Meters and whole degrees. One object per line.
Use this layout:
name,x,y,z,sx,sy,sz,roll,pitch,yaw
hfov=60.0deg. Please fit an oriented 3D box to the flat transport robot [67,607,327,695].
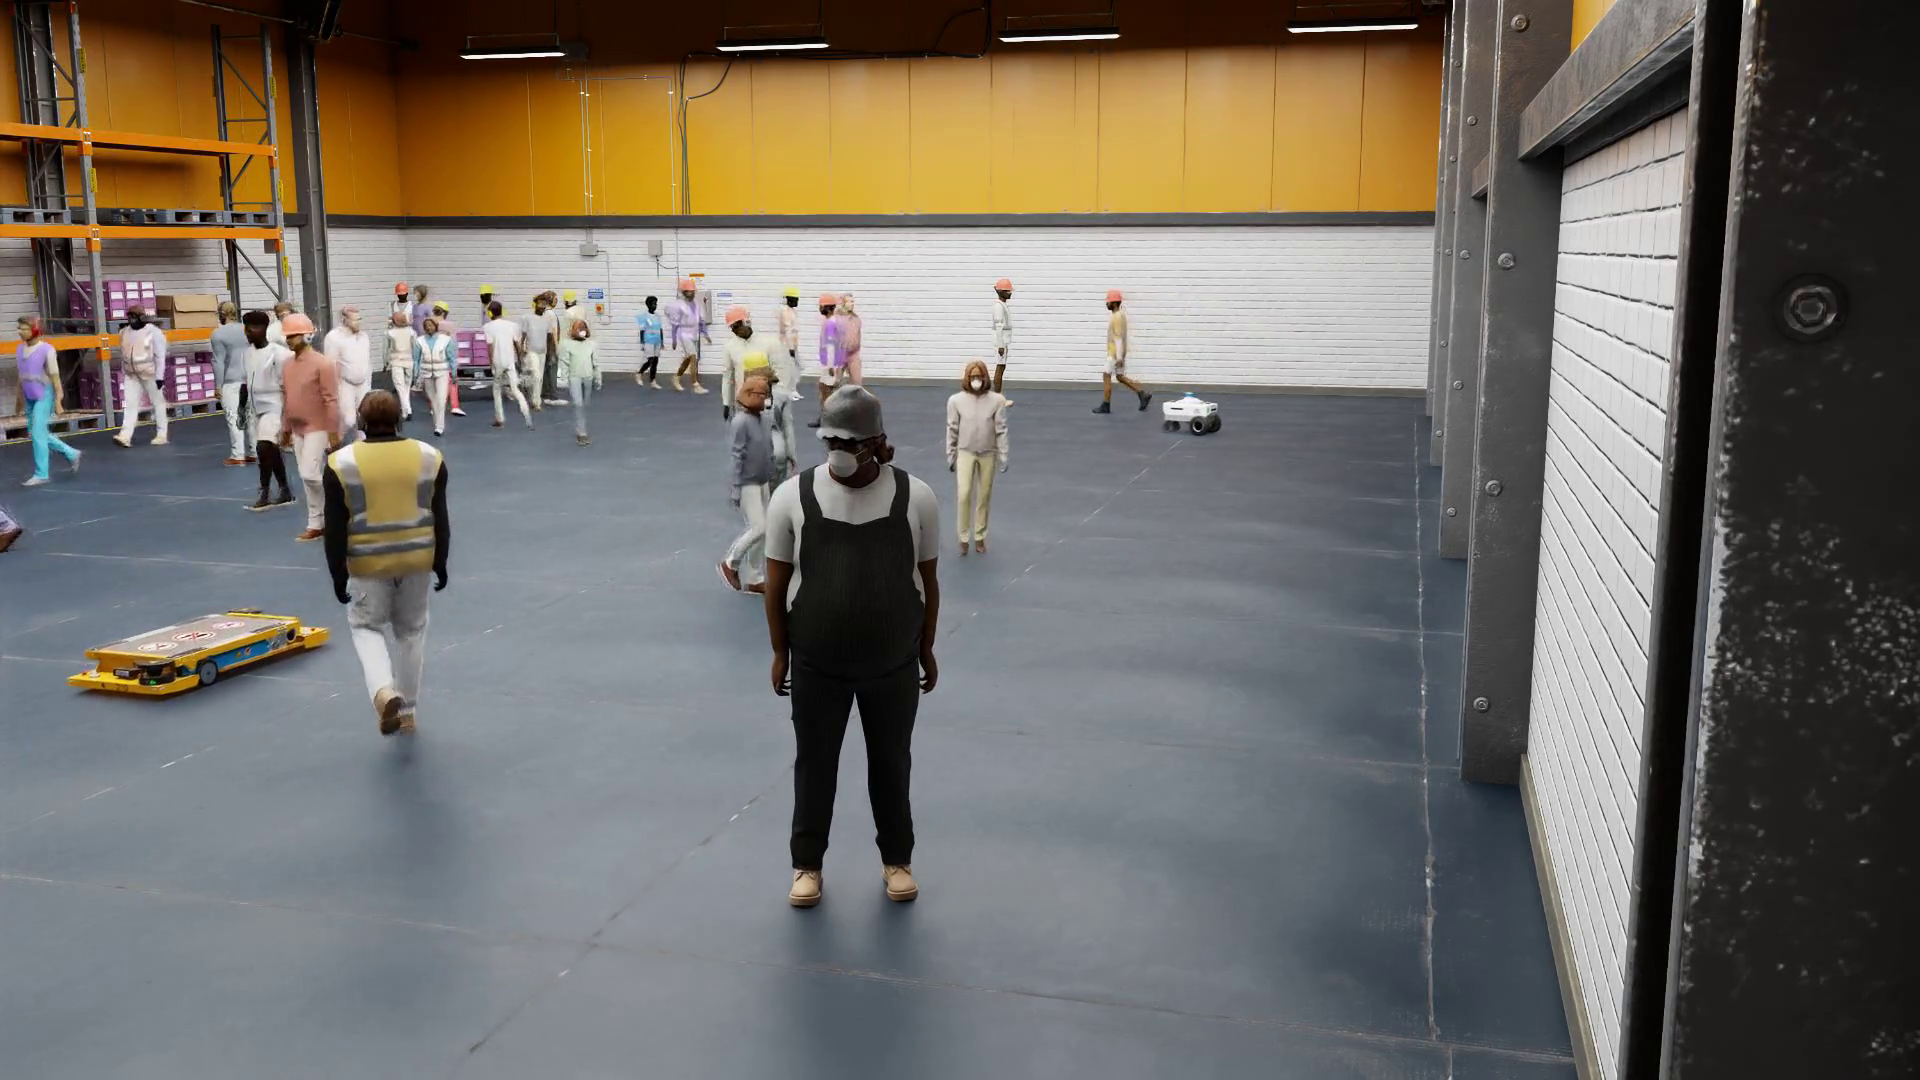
flat transport robot,-4.574,0.654,10.059,0.652,0.197,1.431,3,11,17

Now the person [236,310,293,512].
person,-6.790,-1.239,16.046,0.626,1.934,0.802,6,12,31

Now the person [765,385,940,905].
person,-0.401,0.412,6.416,0.688,2.000,0.536,-1,10,-8

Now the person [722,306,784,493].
person,-2.125,-1.424,17.105,0.664,1.950,0.406,1,10,4

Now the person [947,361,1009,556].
person,0.155,-0.665,13.737,0.502,1.613,0.620,-1,10,-6

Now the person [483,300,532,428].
person,-6.346,-2.454,23.326,0.547,1.816,0.931,-8,13,-38

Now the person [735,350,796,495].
person,-1.559,-0.690,13.585,0.508,1.717,0.616,-5,11,-24

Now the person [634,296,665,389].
person,-5.543,-3.528,29.758,0.422,1.679,0.531,6,12,30

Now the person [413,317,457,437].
person,-7.063,-2.176,22.272,0.544,1.601,0.818,0,10,-1

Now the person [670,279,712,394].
person,-4.769,-3.542,28.952,1.021,2.008,0.604,7,12,35

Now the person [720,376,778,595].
person,-1.494,-0.387,12.106,0.373,1.618,0.531,4,11,22

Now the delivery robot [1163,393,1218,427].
delivery robot,3.140,-1.769,22.708,0.707,0.478,0.477,6,12,31

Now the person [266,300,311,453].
person,-8.281,-2.035,20.715,0.413,1.896,0.800,5,11,24

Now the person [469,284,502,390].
person,-8.380,-3.656,29.904,0.603,1.890,0.949,8,13,39

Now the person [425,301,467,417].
person,-7.771,-2.716,25.034,0.731,1.725,0.507,3,11,17

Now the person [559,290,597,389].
person,-6.783,-3.533,29.471,0.839,1.801,0.594,3,11,18

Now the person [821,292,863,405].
person,-1.765,-2.811,25.159,0.640,1.870,0.920,-7,12,-36

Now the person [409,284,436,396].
person,-9.170,-3.443,28.628,0.927,1.911,0.638,-8,13,-40

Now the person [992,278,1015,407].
person,0.696,-3.155,26.606,0.373,2.043,0.615,1,10,6

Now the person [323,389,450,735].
person,-2.938,0.136,8.599,0.631,1.826,0.604,-6,11,-29

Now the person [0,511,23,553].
person,-8.173,-0.752,13.508,0.642,1.872,0.917,10,14,44

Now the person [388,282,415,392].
person,-9.733,-3.545,29.132,0.543,1.933,0.364,-1,10,-8

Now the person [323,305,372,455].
person,-7.101,-1.781,19.282,0.537,1.878,0.680,6,12,30

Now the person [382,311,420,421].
person,-8.205,-2.563,24.496,0.506,1.602,0.817,-7,12,-36

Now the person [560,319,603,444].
person,-4.829,-2.028,21.419,0.524,1.608,0.670,-8,13,-38

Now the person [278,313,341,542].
person,-5.622,-0.957,14.336,0.613,1.981,0.424,7,12,35

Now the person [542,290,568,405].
person,-6.591,-3.095,26.830,0.345,1.847,0.508,-7,12,-36

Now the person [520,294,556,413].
person,-6.464,-2.849,25.500,0.531,1.822,0.741,-8,13,-39

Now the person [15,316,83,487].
person,-9.855,-1.509,17.921,0.575,1.824,0.703,6,12,32

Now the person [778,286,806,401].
person,-2.750,-3.237,27.451,0.514,1.905,0.607,1,10,4

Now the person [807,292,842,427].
person,-1.747,-2.518,23.372,0.757,1.918,0.549,0,10,0

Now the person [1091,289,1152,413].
person,2.477,-2.872,25.400,0.832,1.910,0.556,3,10,16

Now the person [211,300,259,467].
person,-8.429,-1.816,19.370,0.378,1.931,0.623,3,11,19

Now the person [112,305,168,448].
person,-10.442,-2.068,21.144,0.654,1.794,0.927,1,10,6

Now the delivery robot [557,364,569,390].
delivery robot,-6.853,-2.743,28.224,0.707,0.478,0.477,0,10,1
